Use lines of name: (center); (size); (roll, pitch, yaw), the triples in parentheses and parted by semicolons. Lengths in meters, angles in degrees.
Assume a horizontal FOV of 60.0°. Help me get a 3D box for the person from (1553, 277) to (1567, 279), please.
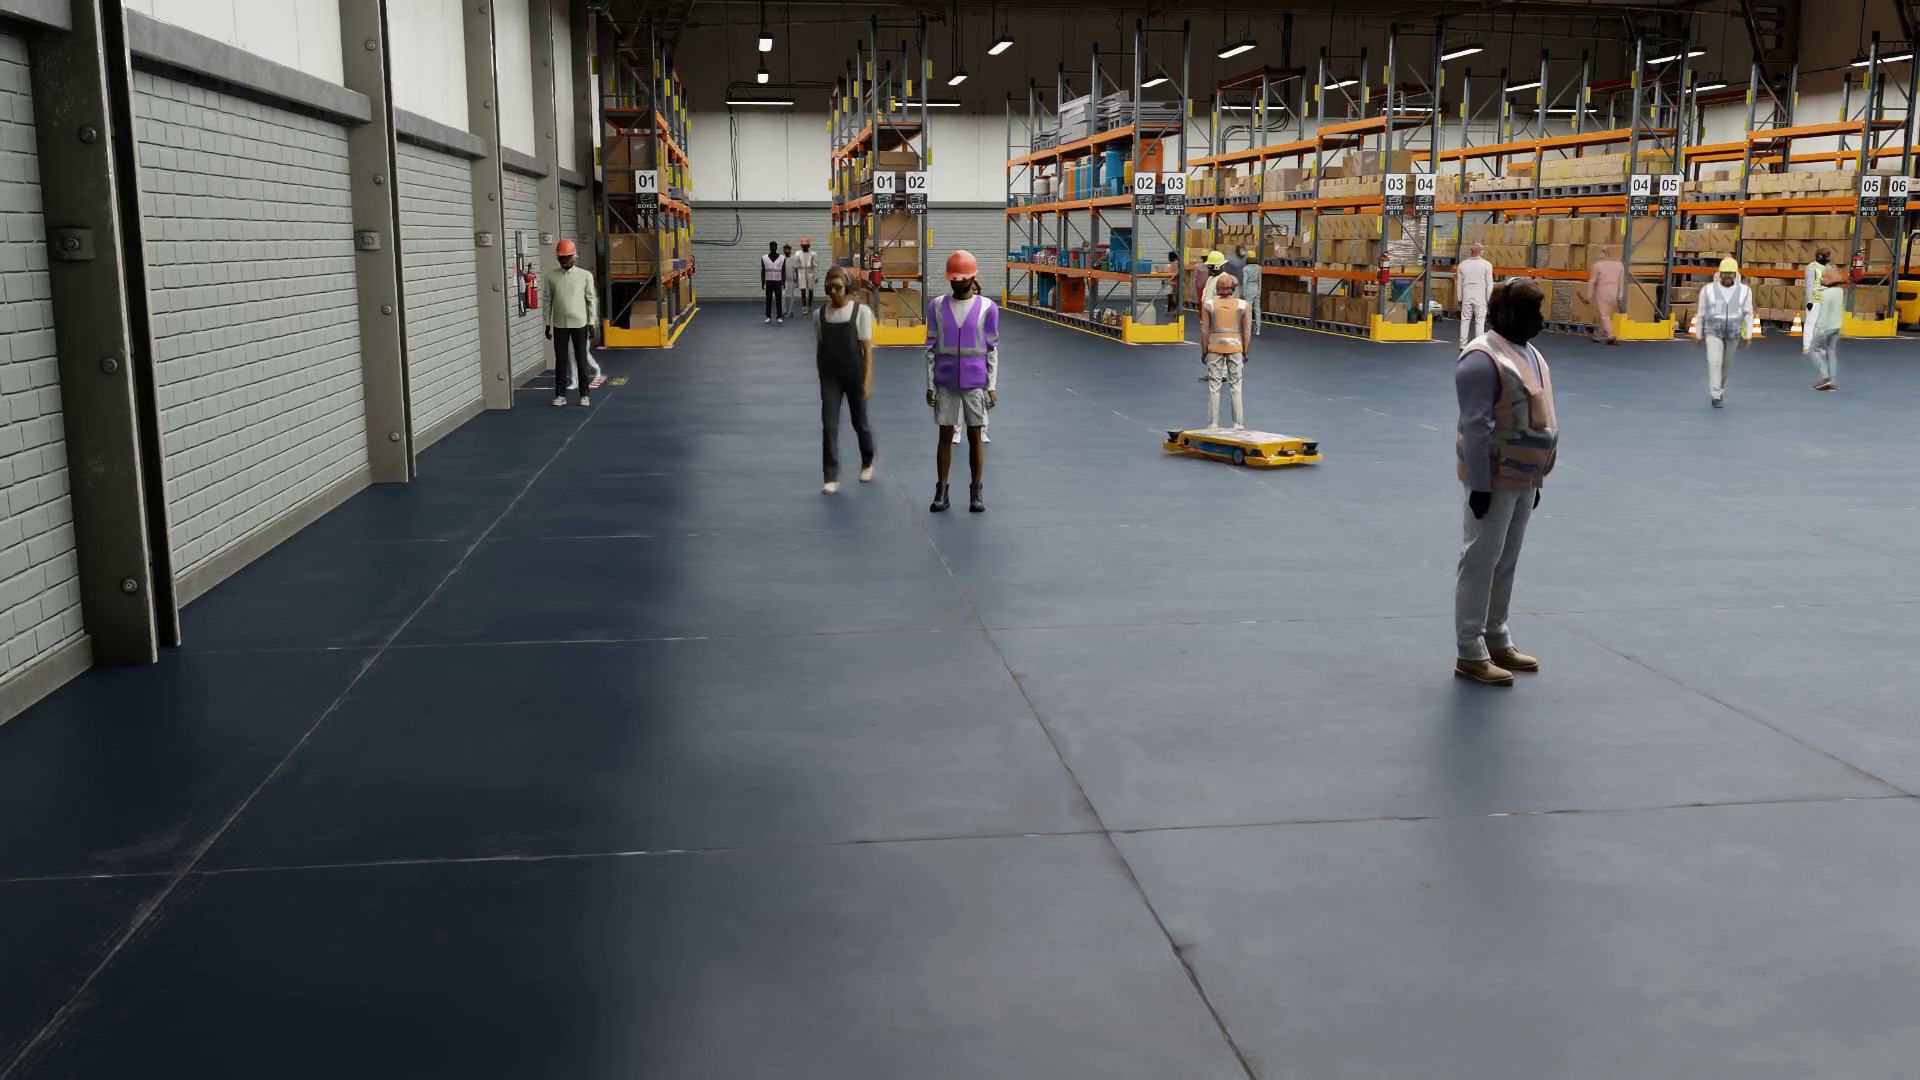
person: (15.165, -6.561, 41.700); (0.662, 2.003, 0.884); (-5, 11, -25)

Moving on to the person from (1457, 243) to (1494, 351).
person: (9.112, -4.278, 29.400); (0.650, 1.913, 0.409); (8, 13, 36)

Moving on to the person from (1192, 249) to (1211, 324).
person: (5.672, -5.882, 38.667); (0.543, 1.727, 0.826); (1, 10, 7)

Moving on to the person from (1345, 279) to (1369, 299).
person: (10.309, -6.794, 43.209); (0.651, 1.907, 0.409); (-1, 10, -5)

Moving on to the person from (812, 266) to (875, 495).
person: (-0.917, -1.305, 13.406); (0.516, 1.813, 0.908); (2, 11, 10)

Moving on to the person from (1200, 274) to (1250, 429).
person: (2.768, -1.947, 17.380); (0.515, 1.636, 0.315); (2, 11, 11)

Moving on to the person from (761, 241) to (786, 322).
person: (-4.431, -6.137, 39.568); (0.591, 1.922, 0.392); (-1, 10, -3)

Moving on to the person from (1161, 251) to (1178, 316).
person: (5.426, -6.555, 42.566); (0.533, 1.660, 0.831); (-4, 11, -21)

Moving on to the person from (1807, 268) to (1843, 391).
person: (11.435, -2.772, 21.932); (0.513, 1.619, 0.364); (-7, 12, -33)

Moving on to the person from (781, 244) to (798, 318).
person: (-4.286, -6.441, 41.494); (0.515, 1.834, 0.907); (0, 10, 1)

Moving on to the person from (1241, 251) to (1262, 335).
person: (6.026, -5.118, 34.472); (0.487, 1.741, 0.312); (-5, 12, -27)

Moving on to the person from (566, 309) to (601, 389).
person: (-5.079, -2.829, 22.242); (0.527, 1.621, 0.453); (5, 12, 26)

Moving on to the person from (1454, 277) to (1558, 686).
person: (2.506, -0.273, 7.636); (0.429, 1.845, 0.621); (9, 14, 40)

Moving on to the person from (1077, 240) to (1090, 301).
person: (3.521, -7.379, 46.341); (0.627, 1.934, 0.370); (-2, 11, -13)

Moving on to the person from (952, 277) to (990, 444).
person: (0.105, -1.768, 16.386); (0.518, 1.640, 0.307); (-2, 10, -9)

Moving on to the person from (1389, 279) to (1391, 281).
person: (12.773, -7.752, 48.598); (0.515, 1.859, 0.324); (-1, 10, -7)

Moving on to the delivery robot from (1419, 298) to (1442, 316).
delivery robot: (11.315, -5.577, 39.986); (0.477, 0.478, 0.707); (-1, 10, -6)

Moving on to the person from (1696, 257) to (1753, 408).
person: (9.187, -2.503, 20.005); (0.604, 1.795, 0.910); (3, 11, 14)

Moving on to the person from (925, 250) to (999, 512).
person: (0.009, -1.161, 12.268); (0.543, 1.928, 0.373); (1, 10, 6)

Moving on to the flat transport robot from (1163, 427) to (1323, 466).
flat transport robot: (2.567, -0.865, 15.191); (0.652, 0.197, 1.431); (-7, 12, -32)

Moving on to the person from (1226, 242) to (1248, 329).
person: (6.147, -5.627, 36.812); (0.640, 1.916, 0.847); (-3, 11, -15)

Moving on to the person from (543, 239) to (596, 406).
person: (-4.688, -2.596, 19.960); (0.622, 1.990, 0.395); (0, 10, 0)

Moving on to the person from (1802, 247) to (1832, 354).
person: (14.837, -4.120, 28.722); (0.626, 1.846, 0.429); (-7, 12, -32)

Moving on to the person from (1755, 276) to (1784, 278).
person: (19.303, -6.209, 39.631); (0.674, 2.000, 0.537); (2, 11, 12)

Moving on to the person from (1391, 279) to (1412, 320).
person: (10.660, -6.178, 40.093); (0.575, 1.818, 0.793); (-1, 10, -7)

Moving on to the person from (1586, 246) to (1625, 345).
person: (12.236, -4.632, 31.505); (0.649, 1.860, 1.018); (-2, 10, -9)

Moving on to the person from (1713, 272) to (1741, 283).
person: (14.634, -4.575, 31.789); (0.502, 1.632, 0.277); (8, 13, 36)

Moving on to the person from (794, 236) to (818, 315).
person: (-4.014, -6.897, 43.426); (0.605, 2.032, 0.576); (-1, 10, -5)

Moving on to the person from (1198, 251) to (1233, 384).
person: (3.536, -3.060, 22.952); (0.404, 1.828, 0.591); (-3, 11, -16)
